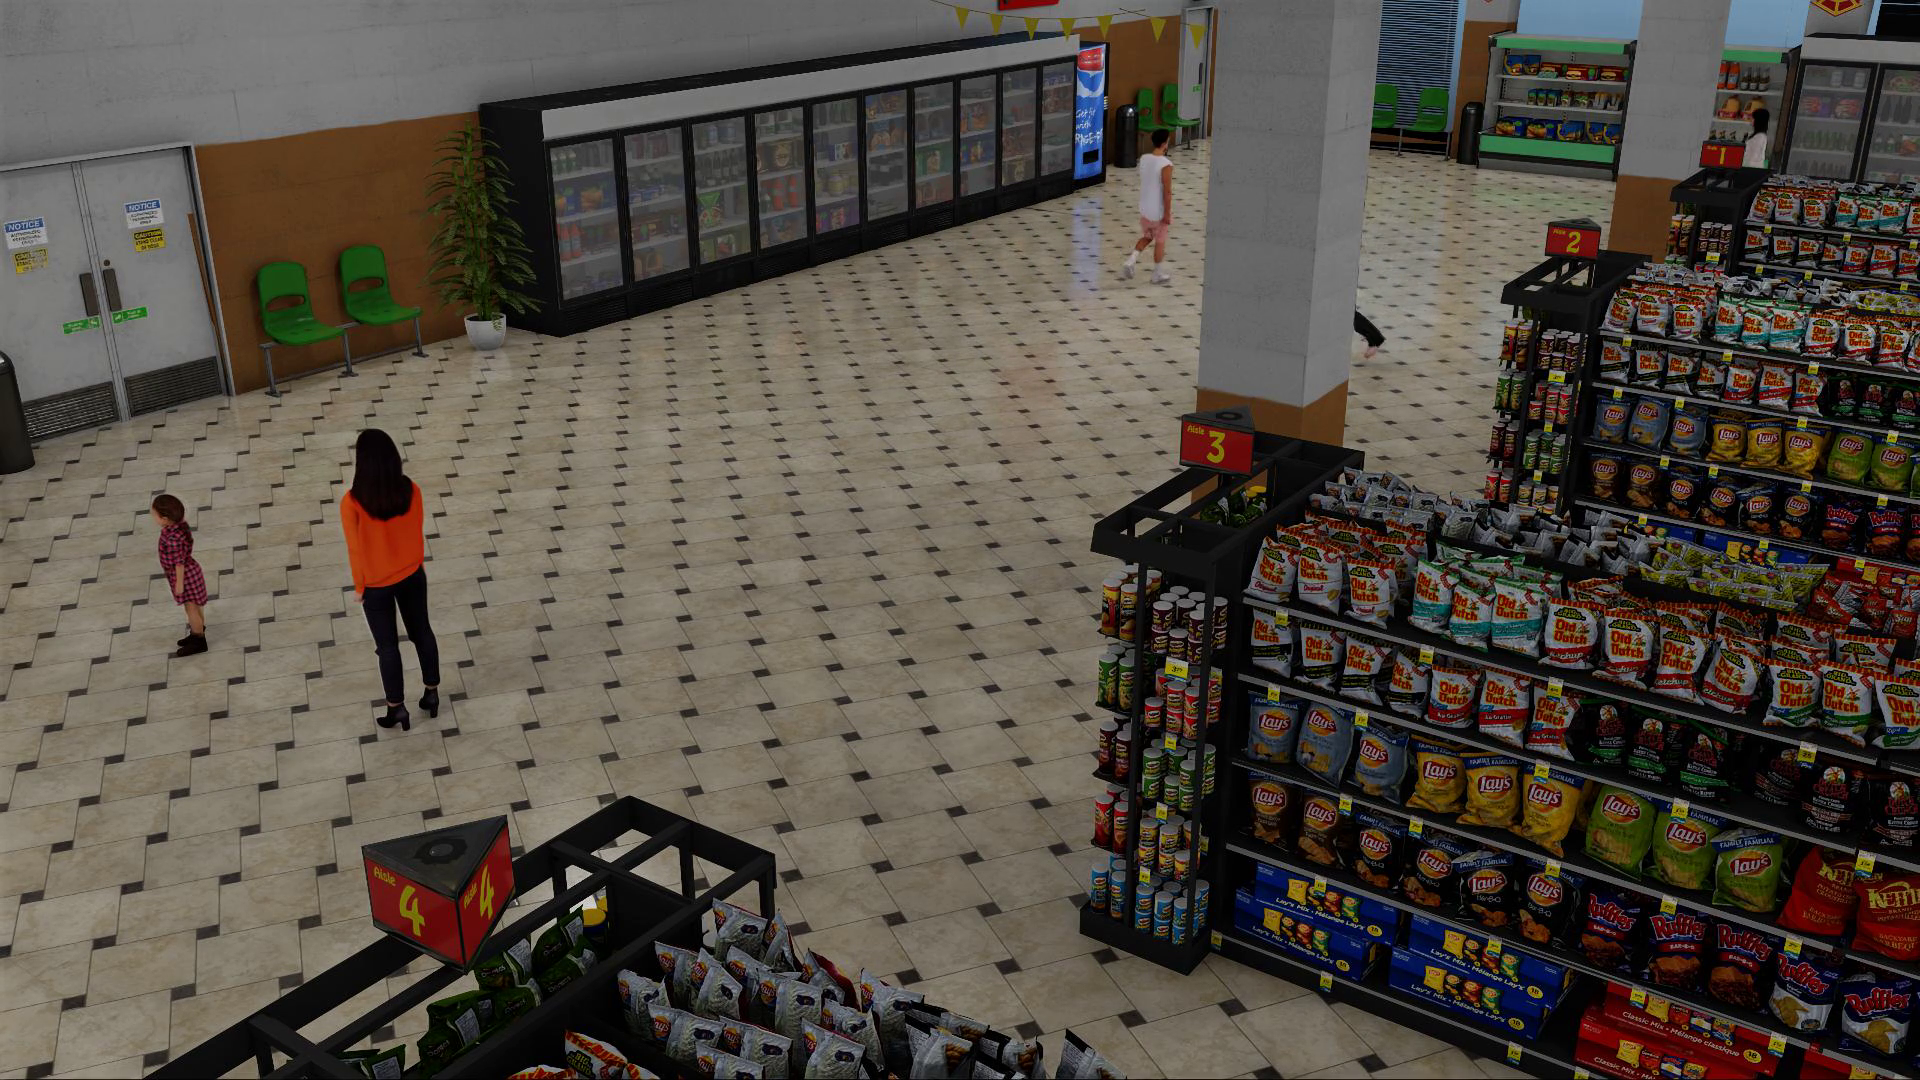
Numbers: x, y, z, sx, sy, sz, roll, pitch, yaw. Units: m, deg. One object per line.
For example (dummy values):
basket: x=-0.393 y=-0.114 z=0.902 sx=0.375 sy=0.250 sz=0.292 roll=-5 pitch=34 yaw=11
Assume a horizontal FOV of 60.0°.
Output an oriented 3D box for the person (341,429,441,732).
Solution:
person: x=-3.116 y=0.214 z=9.138 sx=0.572 sy=1.748 sz=0.630 roll=17 pitch=28 yaw=37

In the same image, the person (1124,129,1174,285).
person: x=2.167 y=-3.802 z=19.105 sx=0.850 sy=1.771 sz=0.901 roll=-17 pitch=27 yaw=-36

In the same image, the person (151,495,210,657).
person: x=-4.737 y=0.203 z=10.146 sx=0.565 sy=1.018 sz=0.498 roll=-6 pitch=23 yaw=-15
